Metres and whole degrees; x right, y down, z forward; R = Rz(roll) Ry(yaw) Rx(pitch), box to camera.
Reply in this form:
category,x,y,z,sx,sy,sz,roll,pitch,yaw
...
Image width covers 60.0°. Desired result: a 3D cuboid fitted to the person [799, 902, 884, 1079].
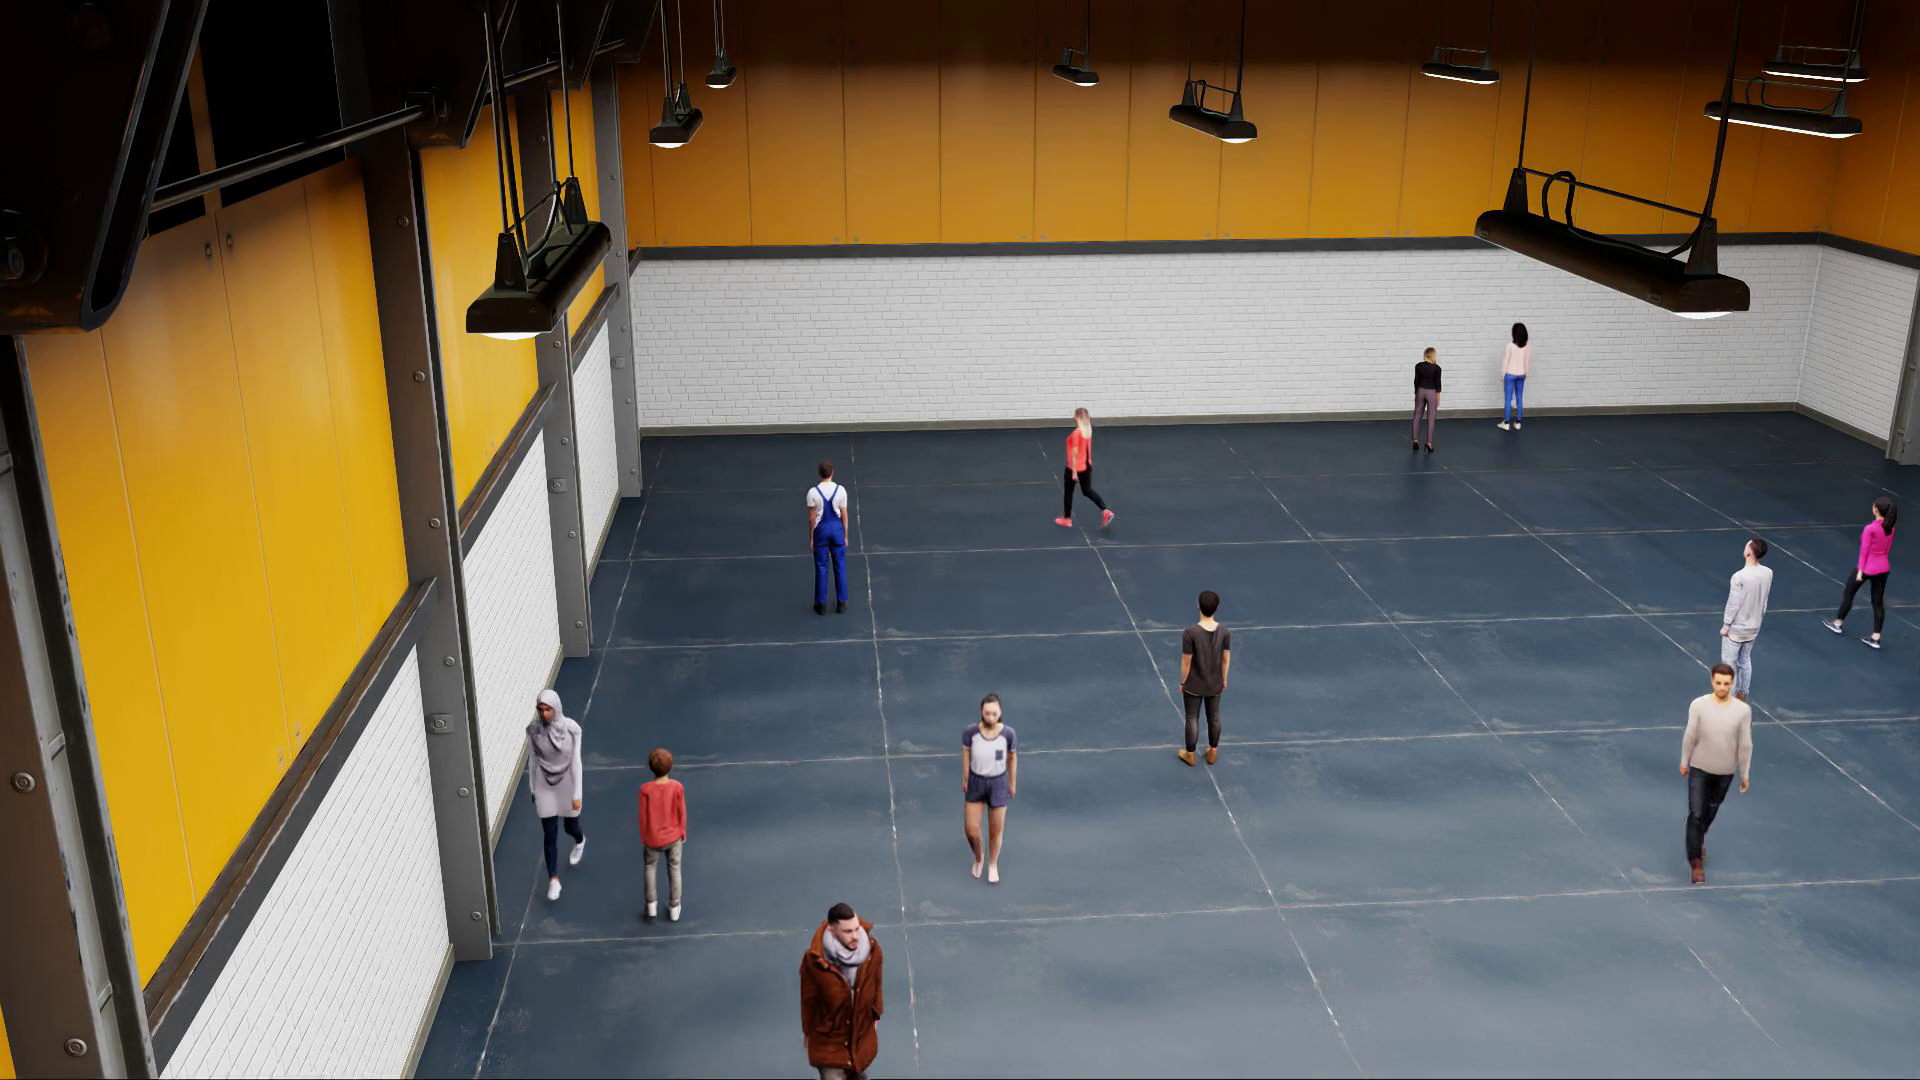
category,x,y,z,sx,sy,sz,roll,pitch,yaw
person,-0.760,3.022,10.290,0.940,1.816,1.145,-9,21,-25

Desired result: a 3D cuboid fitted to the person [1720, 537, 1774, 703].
category,x,y,z,sx,sy,sz,roll,pitch,yaw
person,7.872,0.840,16.731,0.755,1.840,0.694,-8,20,-23

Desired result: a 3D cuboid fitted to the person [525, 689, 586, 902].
category,x,y,z,sx,sy,sz,roll,pitch,yaw
person,-3.218,1.987,13.459,0.646,1.755,0.992,0,19,1

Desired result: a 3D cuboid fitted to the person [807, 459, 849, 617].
category,x,y,z,sx,sy,sz,roll,pitch,yaw
person,-1.531,-0.045,19.344,0.642,1.850,0.585,-3,19,-10

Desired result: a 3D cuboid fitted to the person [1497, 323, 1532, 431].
category,x,y,z,sx,sy,sz,roll,pitch,yaw
person,9.126,-2.696,27.345,0.652,1.768,0.549,-3,19,-8

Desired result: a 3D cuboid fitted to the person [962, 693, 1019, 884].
category,x,y,z,sx,sy,sz,roll,pitch,yaw
person,0.226,2.003,13.595,0.633,1.637,0.610,1,19,3

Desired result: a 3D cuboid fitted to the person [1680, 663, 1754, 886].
category,x,y,z,sx,sy,sz,roll,pitch,yaw
person,6.204,1.872,13.718,0.905,1.808,1.260,4,19,13

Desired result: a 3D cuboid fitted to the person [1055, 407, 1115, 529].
category,x,y,z,sx,sy,sz,roll,pitch,yaw
person,1.686,-0.930,22.253,1.097,1.671,1.080,13,23,34

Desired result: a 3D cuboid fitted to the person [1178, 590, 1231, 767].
category,x,y,z,sx,sy,sz,roll,pitch,yaw
person,2.287,1.293,15.580,0.621,1.717,0.554,-3,19,-8

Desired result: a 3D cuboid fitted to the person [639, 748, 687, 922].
category,x,y,z,sx,sy,sz,roll,pitch,yaw
person,-2.328,2.323,13.017,0.566,1.401,0.588,-5,19,-14

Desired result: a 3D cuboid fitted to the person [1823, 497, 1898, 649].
category,x,y,z,sx,sy,sz,roll,pitch,yaw
person,10.137,0.380,18.357,0.682,1.674,0.978,-5,19,-13

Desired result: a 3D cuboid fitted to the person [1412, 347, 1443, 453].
category,x,y,z,sx,sy,sz,roll,pitch,yaw
person,7.303,-2.208,26.047,0.672,1.672,0.722,13,23,35
